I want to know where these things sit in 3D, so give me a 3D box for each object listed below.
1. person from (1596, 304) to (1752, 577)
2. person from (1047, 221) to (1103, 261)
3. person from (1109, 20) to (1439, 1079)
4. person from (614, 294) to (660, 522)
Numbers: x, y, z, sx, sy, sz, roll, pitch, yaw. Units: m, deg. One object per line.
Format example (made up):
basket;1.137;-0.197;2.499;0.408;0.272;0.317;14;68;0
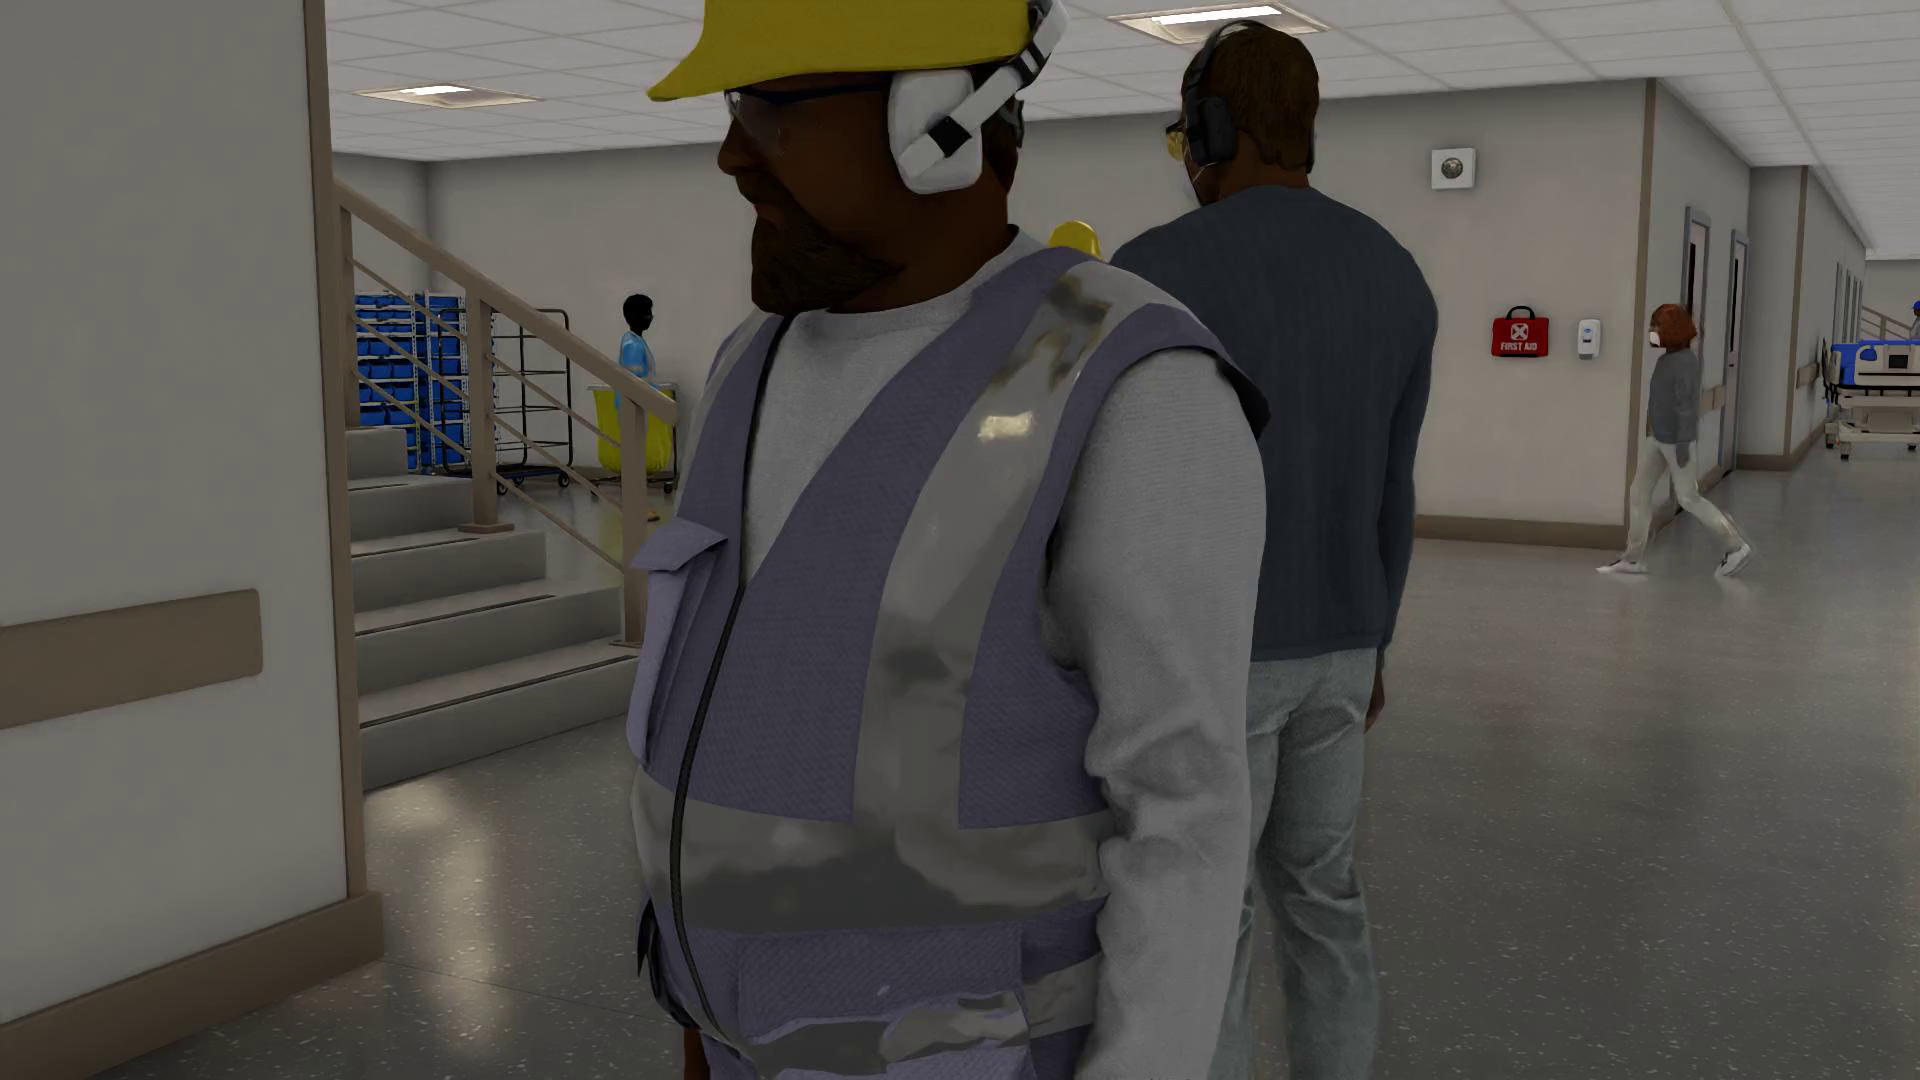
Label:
person;4.195;-0.570;9.652;0.800;1.599;0.503;0;7;3
person;0.465;-0.443;7.408;0.382;1.923;0.593;3;8;21
person;0.451;0.186;2.570;0.630;1.930;0.386;-5;9;-33
person;-2.426;-0.989;12.462;0.322;1.699;0.536;-2;8;-12
